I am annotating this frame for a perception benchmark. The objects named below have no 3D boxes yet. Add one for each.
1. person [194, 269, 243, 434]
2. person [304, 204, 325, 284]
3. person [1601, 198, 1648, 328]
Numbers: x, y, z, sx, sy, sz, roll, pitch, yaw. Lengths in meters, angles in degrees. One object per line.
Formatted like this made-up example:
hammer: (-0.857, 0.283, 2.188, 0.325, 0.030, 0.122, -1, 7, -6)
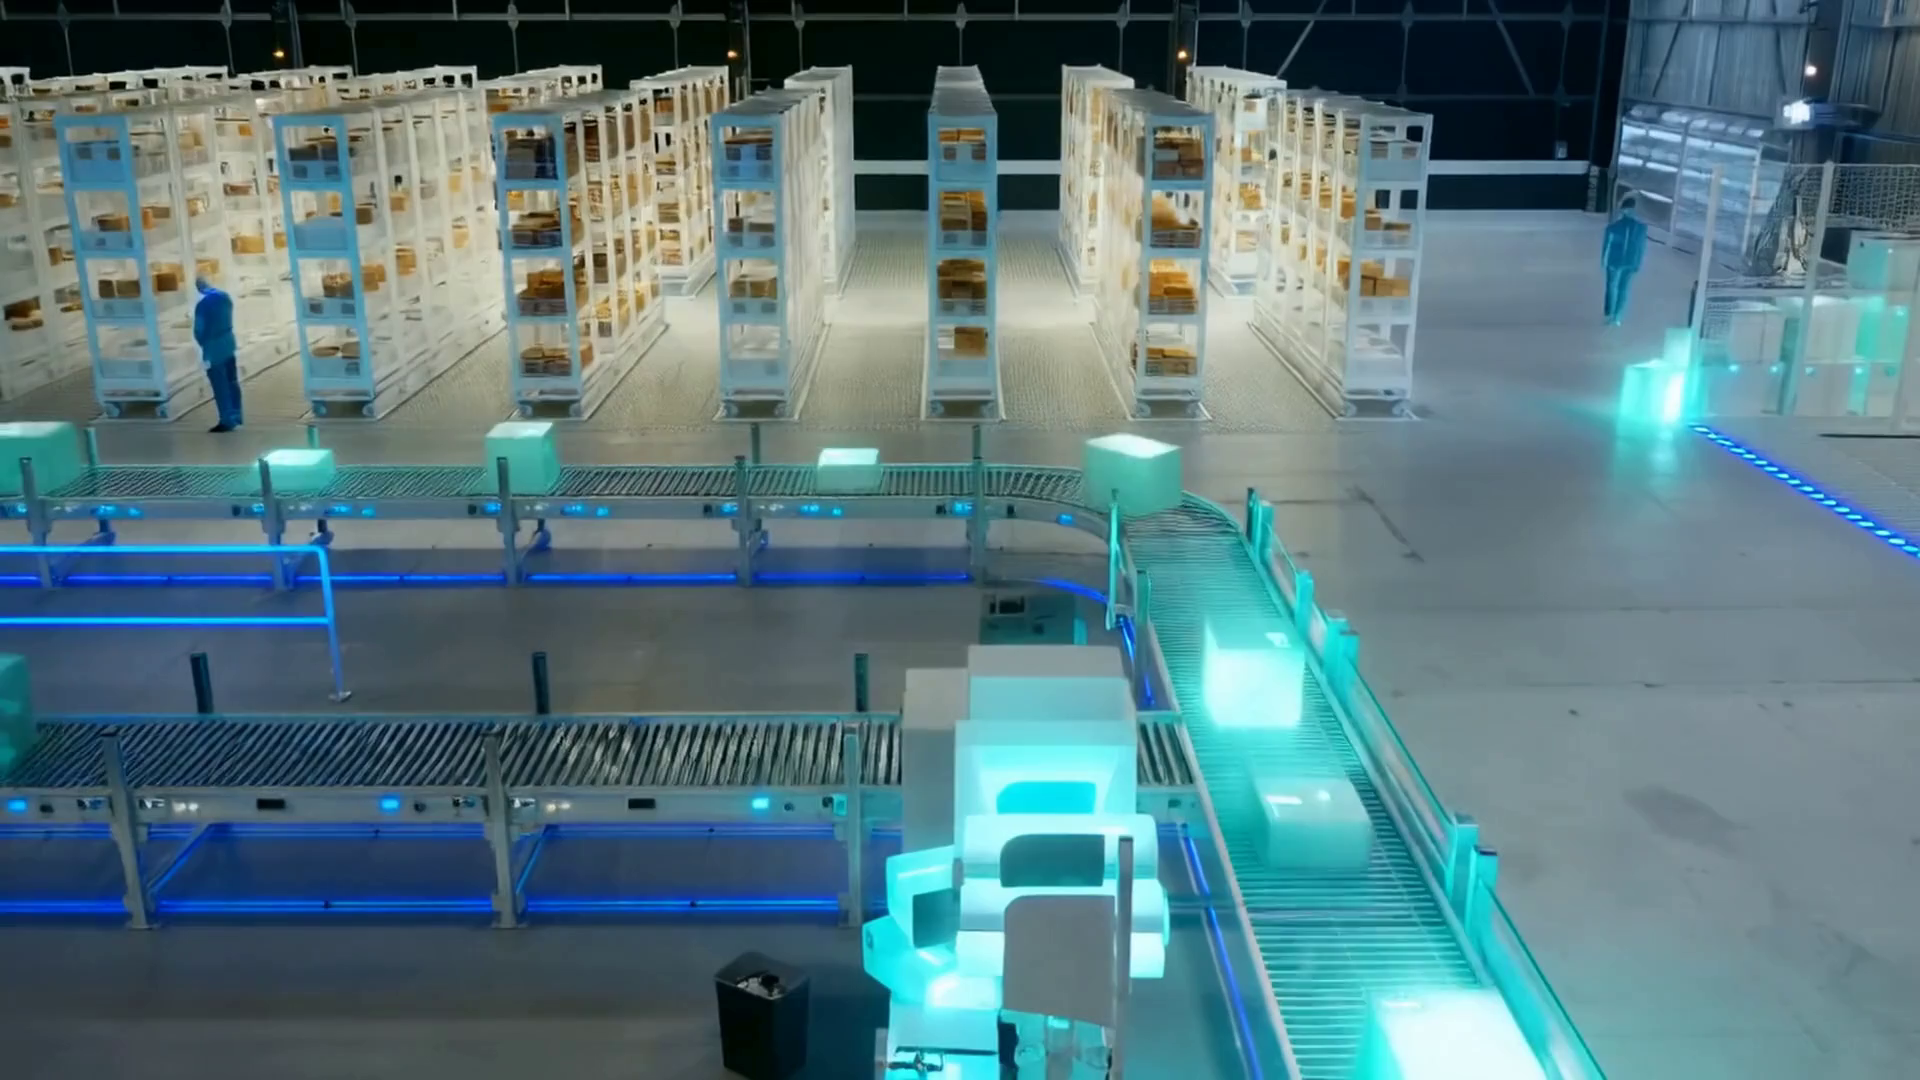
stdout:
person: (-8.647, -2.195, 19.317, 0.408, 1.908, 0.644, 0, 18, 0)
person: (-10.499, -4.677, 27.051, 0.387, 1.849, 0.566, 0, 18, 0)
person: (10.241, -4.291, 25.672, 0.641, 1.960, 0.823, 7, 19, 20)
